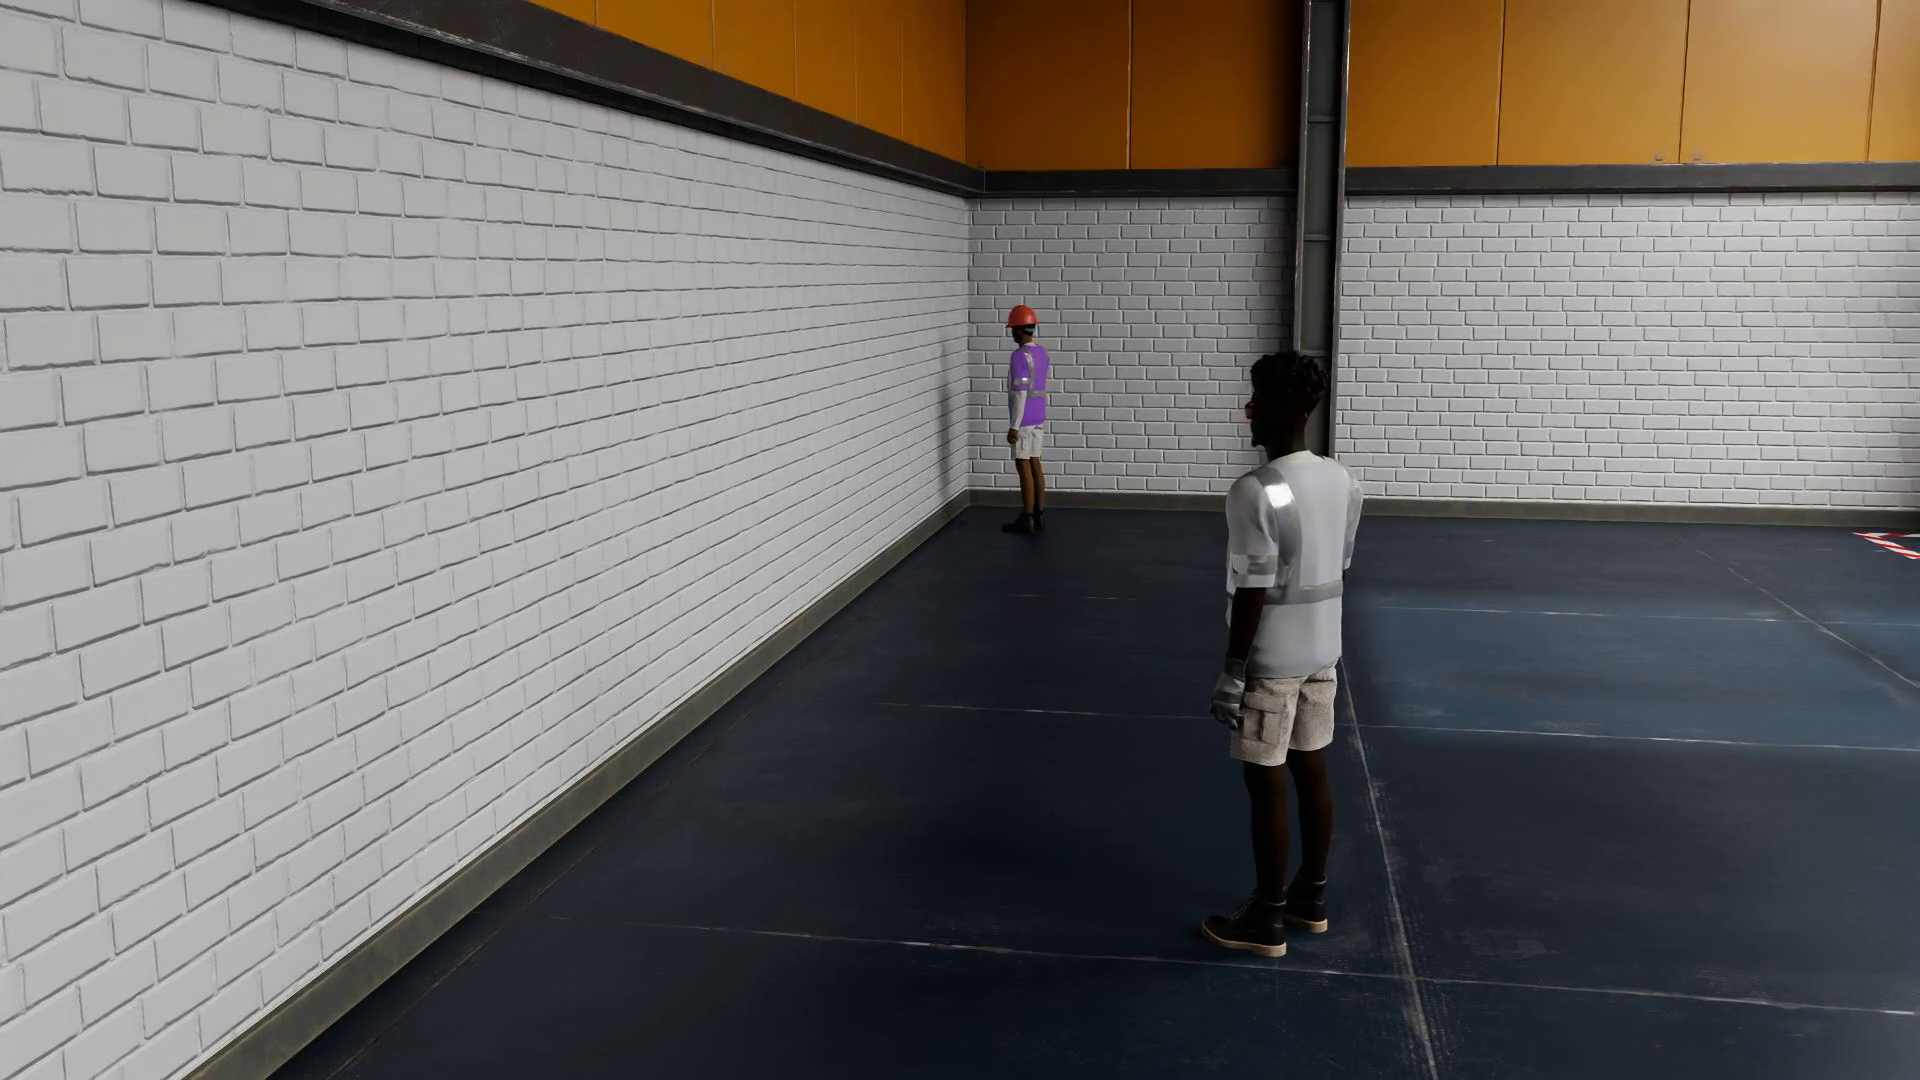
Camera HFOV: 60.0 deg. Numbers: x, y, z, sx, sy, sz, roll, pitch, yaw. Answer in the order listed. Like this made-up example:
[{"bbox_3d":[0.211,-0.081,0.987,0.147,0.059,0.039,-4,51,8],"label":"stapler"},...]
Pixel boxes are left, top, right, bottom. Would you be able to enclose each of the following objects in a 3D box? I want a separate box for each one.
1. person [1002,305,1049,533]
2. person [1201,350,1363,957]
[{"bbox_3d":[0.539,-1.026,14.177,0.363,1.934,0.552,5,10,26],"label":"person"},{"bbox_3d":[1.046,0.368,5.432,0.367,1.966,0.607,9,13,44],"label":"person"}]
